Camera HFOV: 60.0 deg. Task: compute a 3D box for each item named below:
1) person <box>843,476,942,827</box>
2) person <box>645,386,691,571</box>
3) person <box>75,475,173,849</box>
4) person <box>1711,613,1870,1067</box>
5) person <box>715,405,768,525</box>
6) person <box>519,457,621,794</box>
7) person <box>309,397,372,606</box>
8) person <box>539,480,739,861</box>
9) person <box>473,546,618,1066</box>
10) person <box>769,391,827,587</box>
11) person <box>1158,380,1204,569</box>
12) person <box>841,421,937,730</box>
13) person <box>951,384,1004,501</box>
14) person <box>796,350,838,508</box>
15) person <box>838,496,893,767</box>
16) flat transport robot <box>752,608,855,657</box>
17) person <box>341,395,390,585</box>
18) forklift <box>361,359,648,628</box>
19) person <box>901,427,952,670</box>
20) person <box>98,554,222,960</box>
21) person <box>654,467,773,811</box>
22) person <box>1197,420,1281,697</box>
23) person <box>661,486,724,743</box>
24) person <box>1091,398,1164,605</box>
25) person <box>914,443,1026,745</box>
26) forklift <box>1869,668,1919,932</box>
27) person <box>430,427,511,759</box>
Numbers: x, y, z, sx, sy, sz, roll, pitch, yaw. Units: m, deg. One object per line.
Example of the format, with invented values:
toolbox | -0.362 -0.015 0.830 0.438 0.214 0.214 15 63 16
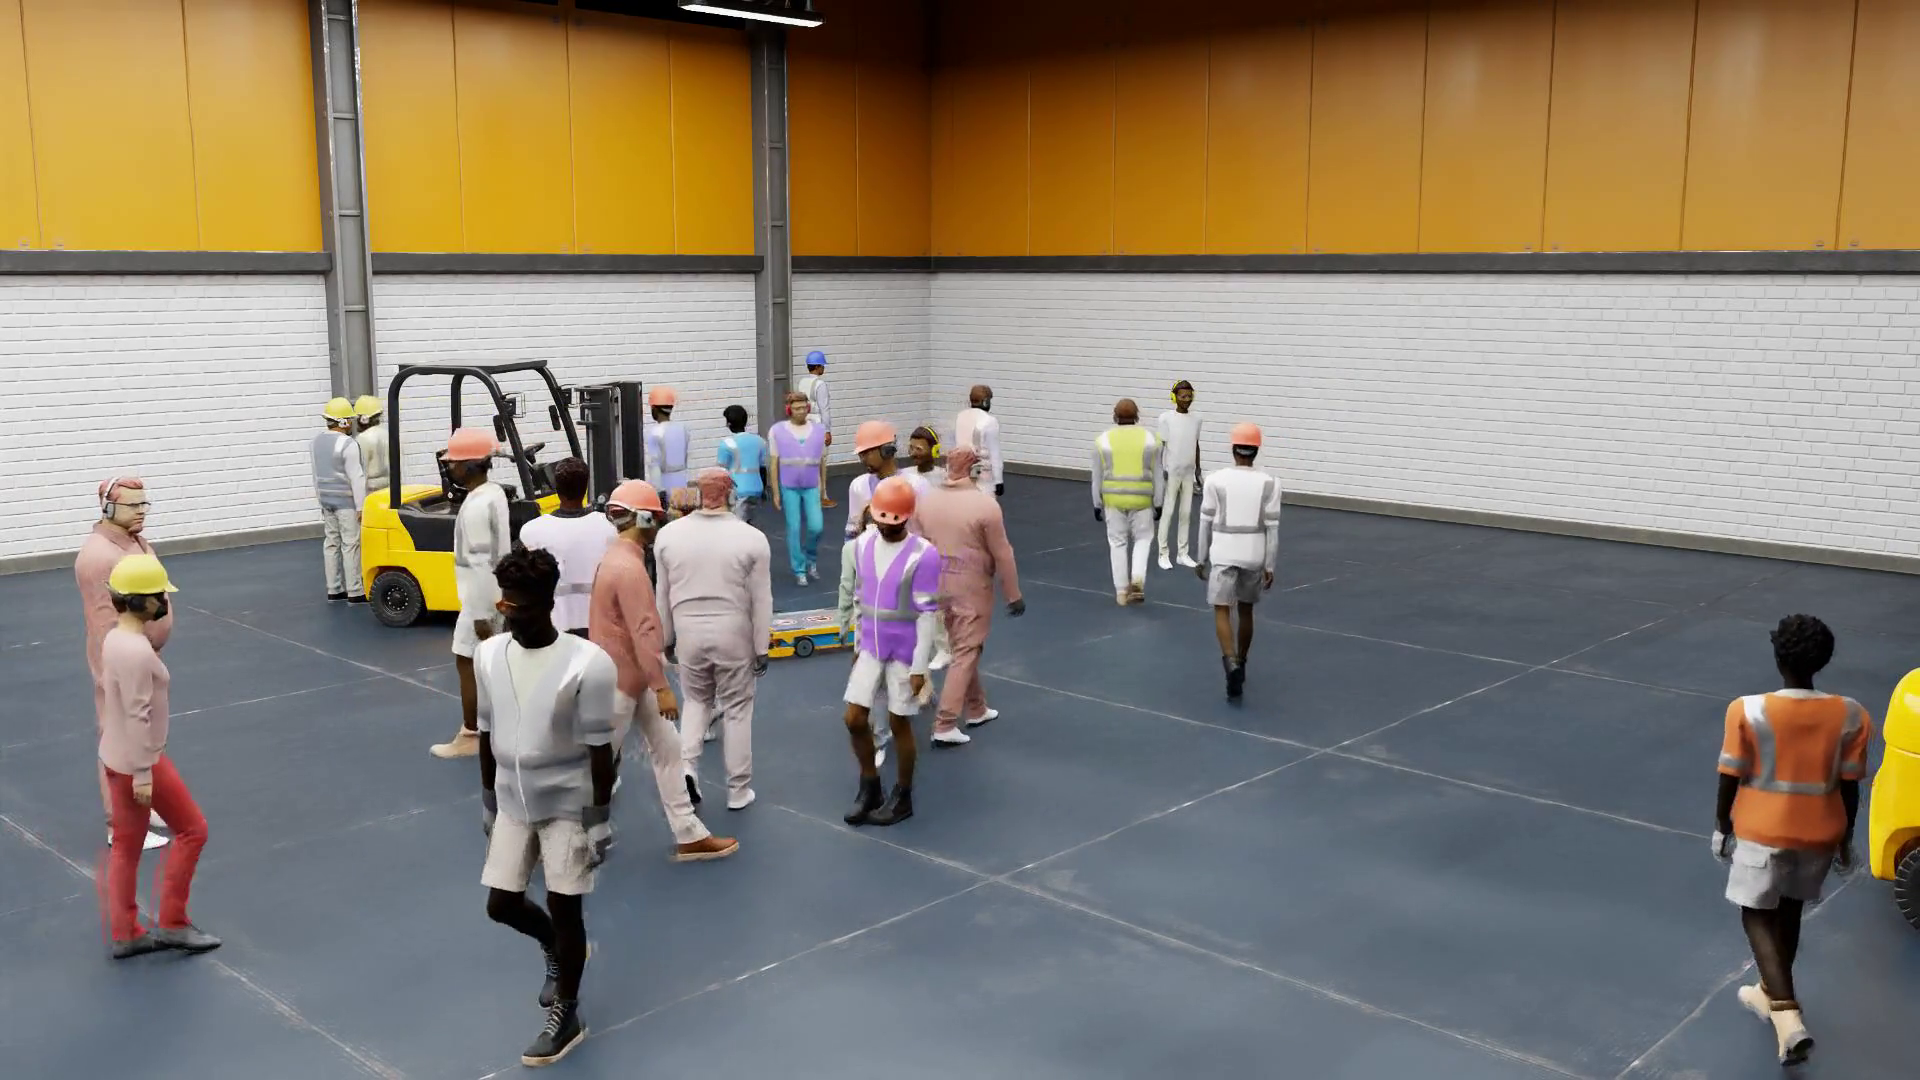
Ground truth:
person | -0.388 0.595 8.700 0.587 1.901 0.527 6 11 35
person | -2.688 -0.473 15.324 1.028 1.889 0.550 7 12 38
person | -4.255 0.616 8.560 0.399 1.905 0.642 -2 9 -11
person | 3.121 1.112 6.237 0.537 1.673 0.758 1 9 3
person | -2.101 -0.447 15.773 0.548 1.667 0.540 8 12 42
person | -2.128 0.496 9.249 0.591 1.919 0.390 -4 10 -21
person | -5.405 -0.334 14.593 0.600 1.832 0.404 6 11 31
person | -1.676 0.672 8.163 1.050 1.926 0.617 -1 9 -7
person | -1.540 0.974 6.259 0.607 1.943 0.471 3 10 19
person | -1.494 -0.471 15.454 0.558 1.827 0.443 -3 10 -20
person | 2.174 -0.647 16.403 0.534 1.868 0.309 -4 10 -24
person | -0.476 0.209 10.846 0.619 1.962 1.090 6 11 31
person | 0.158 -0.607 16.313 0.506 1.831 0.640 -7 12 -36
person | -1.787 -1.368 20.582 0.385 1.948 0.605 -7 12 -38
person | -0.476 0.516 10.075 0.504 1.612 0.700 3 10 18
flat transport robot | -1.039 0.700 13.029 1.431 0.197 0.652 -5 10 -27
person | -5.342 -0.440 15.366 0.833 1.801 0.599 0 9 1
forklift | -3.850 -0.407 13.936 2.313 2.155 1.214 2 9 11
person | -0.279 0.095 11.988 0.508 1.824 0.949 6 11 31
person | -3.419 0.924 7.112 0.554 1.745 0.555 -7 11 -35
person | -1.343 0.552 9.041 0.659 1.879 0.522 1 9 6
person | 1.948 0.124 11.571 0.551 1.915 0.846 0 9 1
person | -1.674 0.471 10.271 0.360 1.623 0.547 -3 10 -18
person | 1.462 -0.331 14.558 0.636 1.831 0.443 1 9 7
person | 0.046 0.327 10.430 0.651 1.874 0.843 8 12 41
forklift | 5.205 0.723 7.013 2.313 2.155 1.214 9 13 43
person | -2.798 0.327 9.960 0.764 2.028 0.620 0 9 -1
